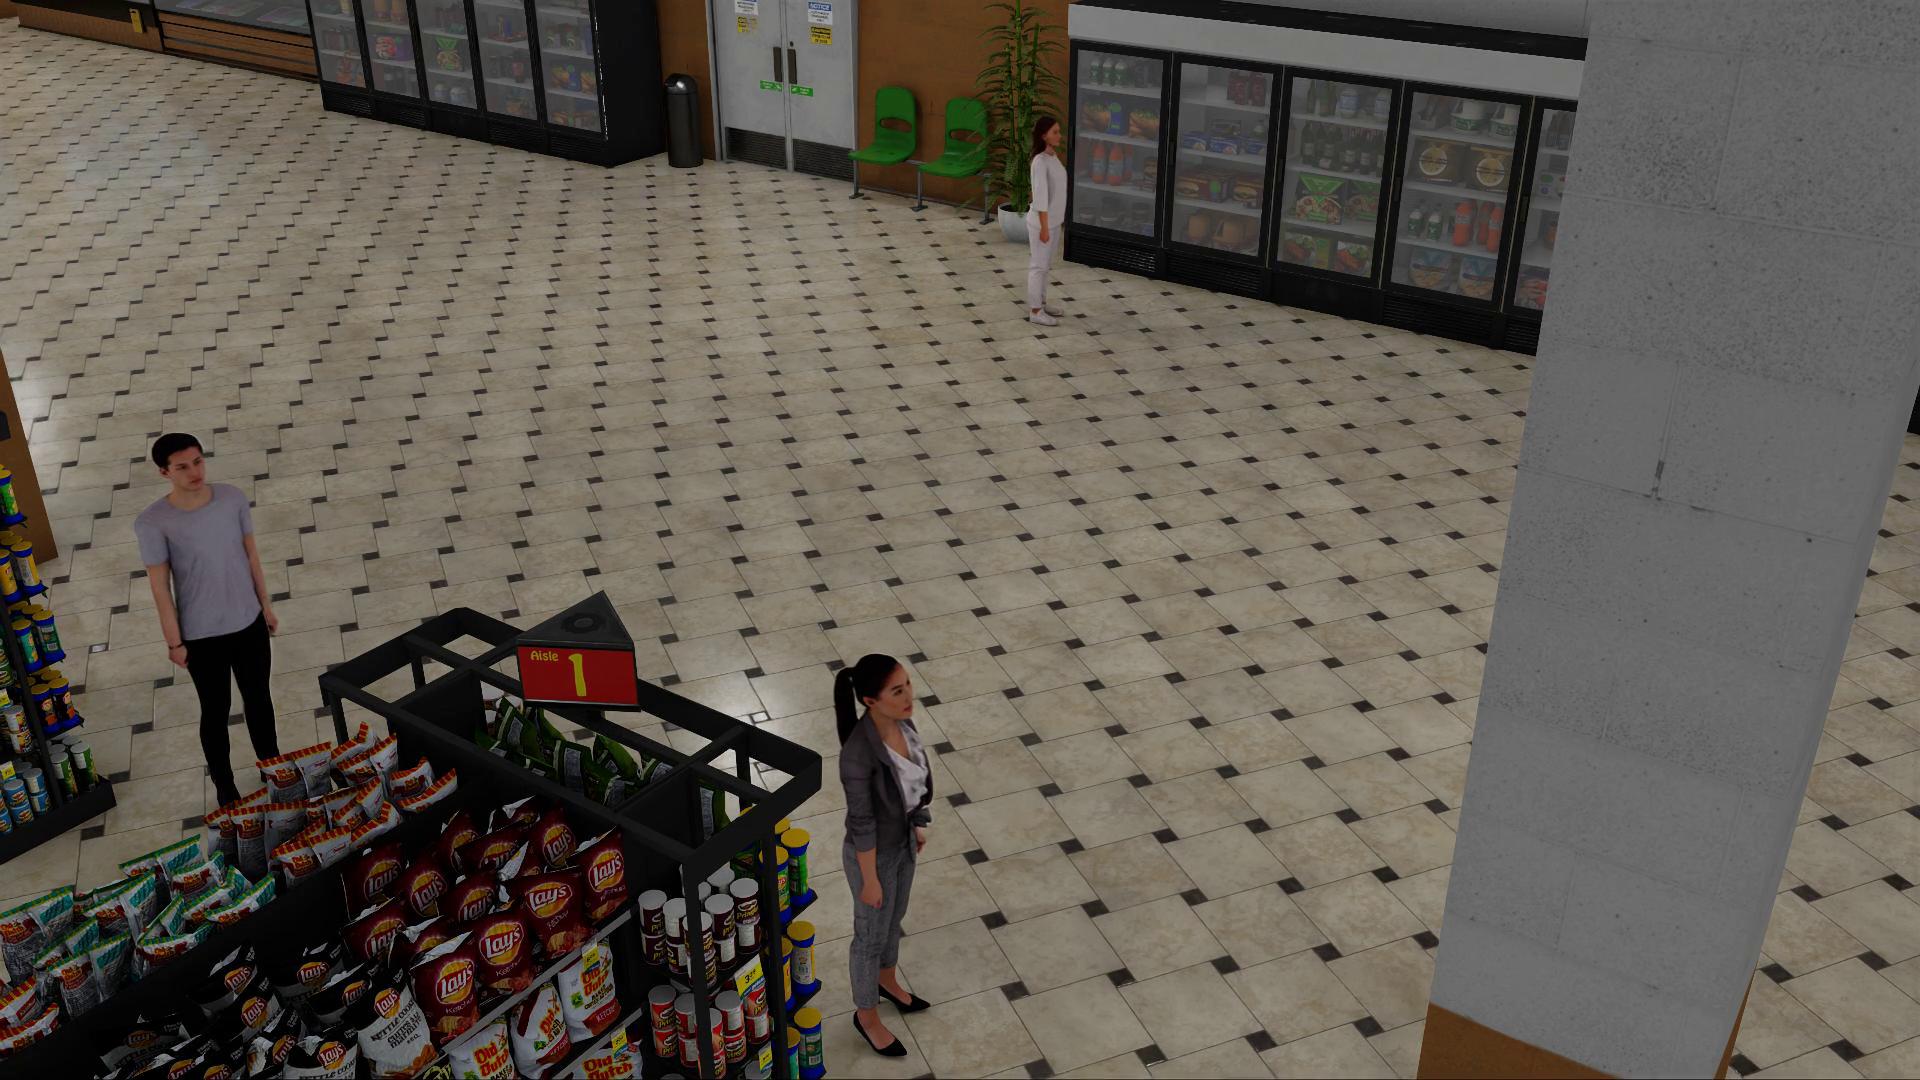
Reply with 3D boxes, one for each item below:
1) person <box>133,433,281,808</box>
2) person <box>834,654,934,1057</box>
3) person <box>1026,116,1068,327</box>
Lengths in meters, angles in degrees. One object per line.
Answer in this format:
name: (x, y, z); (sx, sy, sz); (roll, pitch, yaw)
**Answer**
person: (-3.347, 0.378, 7.517); (0.728, 1.864, 0.493); (20, 33, 34)
person: (-0.290, 1.154, 6.192); (0.738, 1.679, 0.613); (9, 28, 18)
person: (0.695, -2.620, 13.622); (0.724, 1.688, 0.588); (7, 28, 14)
